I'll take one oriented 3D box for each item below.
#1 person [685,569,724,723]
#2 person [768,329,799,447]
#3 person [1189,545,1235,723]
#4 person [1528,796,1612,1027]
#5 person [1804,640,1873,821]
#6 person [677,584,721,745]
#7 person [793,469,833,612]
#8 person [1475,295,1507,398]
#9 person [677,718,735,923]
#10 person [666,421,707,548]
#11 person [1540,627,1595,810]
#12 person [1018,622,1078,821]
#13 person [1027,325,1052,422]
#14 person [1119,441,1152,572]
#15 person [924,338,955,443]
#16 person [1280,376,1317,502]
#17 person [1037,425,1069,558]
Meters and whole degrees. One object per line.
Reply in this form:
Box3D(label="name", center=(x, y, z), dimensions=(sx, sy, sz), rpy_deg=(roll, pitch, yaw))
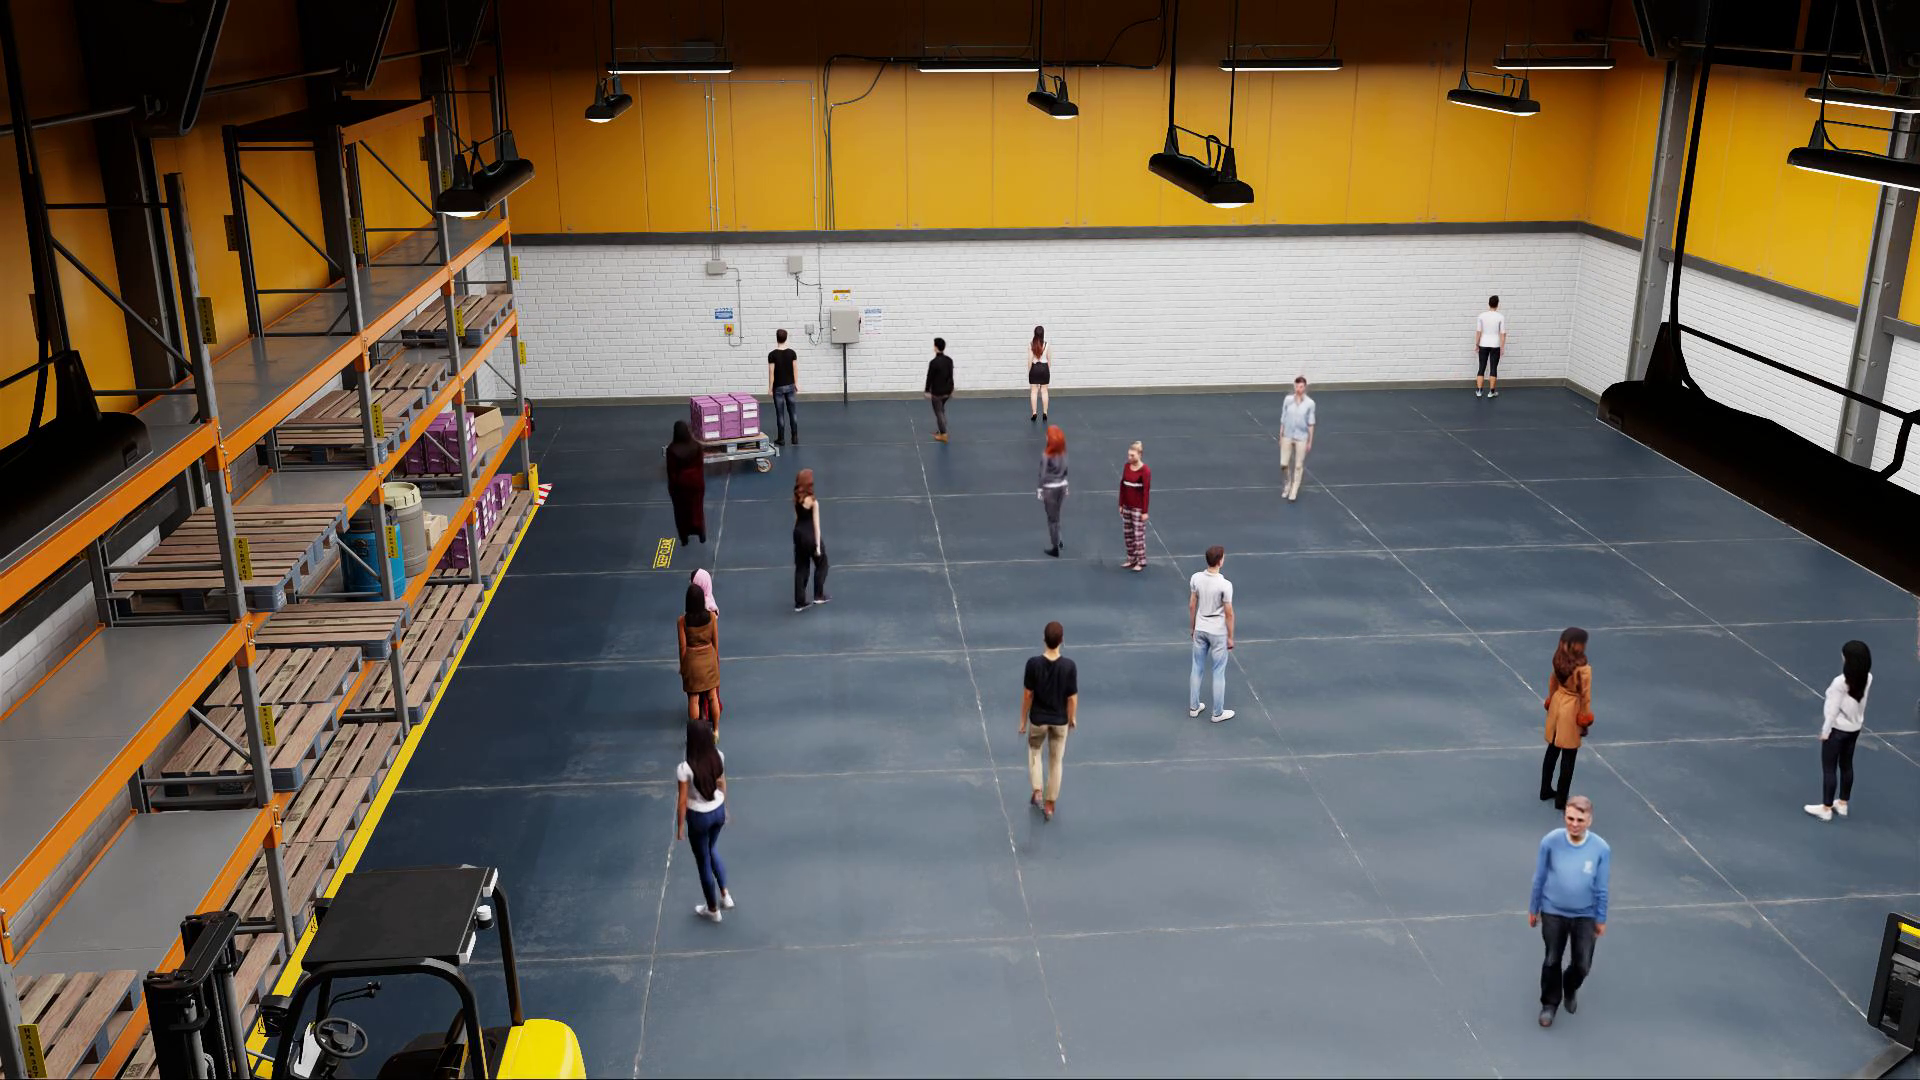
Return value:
Box3D(label="person", center=(-2.613, 1.062, 16.920), dimensions=(0.709, 1.638, 0.523), rpy_deg=(-1, 19, -4))
Box3D(label="person", center=(-2.861, -2.487, 27.051), dimensions=(0.737, 1.896, 0.677), rpy_deg=(-7, 20, -20))
Box3D(label="person", center=(2.554, 0.943, 16.936), dimensions=(0.714, 1.852, 0.769), rpy_deg=(14, 23, 36))
Box3D(label="person", center=(4.407, 2.630, 12.000), dimensions=(0.815, 1.805, 0.844), rpy_deg=(8, 20, 22))
Box3D(label="person", center=(7.934, 1.695, 14.939), dimensions=(0.684, 1.700, 0.671), rpy_deg=(-9, 21, -25))
Box3D(label="person", center=(-2.556, 1.233, 16.329), dimensions=(0.629, 1.690, 0.630), rpy_deg=(-10, 21, -28))
Box3D(label="person", center=(-1.901, 0.026, 19.855), dimensions=(0.826, 1.728, 0.896), rpy_deg=(12, 22, 31))
Box3D(label="person", center=(9.626, -3.526, 30.208), dimensions=(0.754, 1.852, 0.760), rpy_deg=(9, 21, 26))
Box3D(label="person", center=(-1.958, 2.253, 13.181), dimensions=(0.809, 1.766, 0.751), rpy_deg=(16, 24, 40))
Box3D(label="person", center=(-3.579, -0.699, 21.986), dimensions=(0.807, 1.741, 0.905), rpy_deg=(-9, 20, -24))
Box3D(label="person", center=(5.540, 1.609, 15.163), dimensions=(0.813, 1.721, 0.642), rpy_deg=(-8, 20, -22))
Box3D(label="person", center=(0.798, 1.657, 14.834), dimensions=(0.710, 1.841, 0.660), rpy_deg=(1, 19, 2))
Box3D(label="person", center=(1.353, -2.867, 28.571), dimensions=(0.553, 1.648, 0.499), rpy_deg=(-2, 19, -6))
Box3D(label="person", center=(2.242, -0.440, 21.280), dimensions=(0.764, 1.702, 0.681), rpy_deg=(-16, 25, -40))
Box3D(label="person", center=(-0.274, -2.439, 27.204), dimensions=(0.908, 1.709, 0.846), rpy_deg=(17, 25, 40))
Box3D(label="person", center=(4.912, -1.494, 24.192), dimensions=(0.779, 1.839, 0.793), rpy_deg=(8, 20, 22))
Box3D(label="person", center=(1.293, -0.613, 21.687), dimensions=(0.704, 1.768, 0.737), rpy_deg=(-16, 24, -39))
